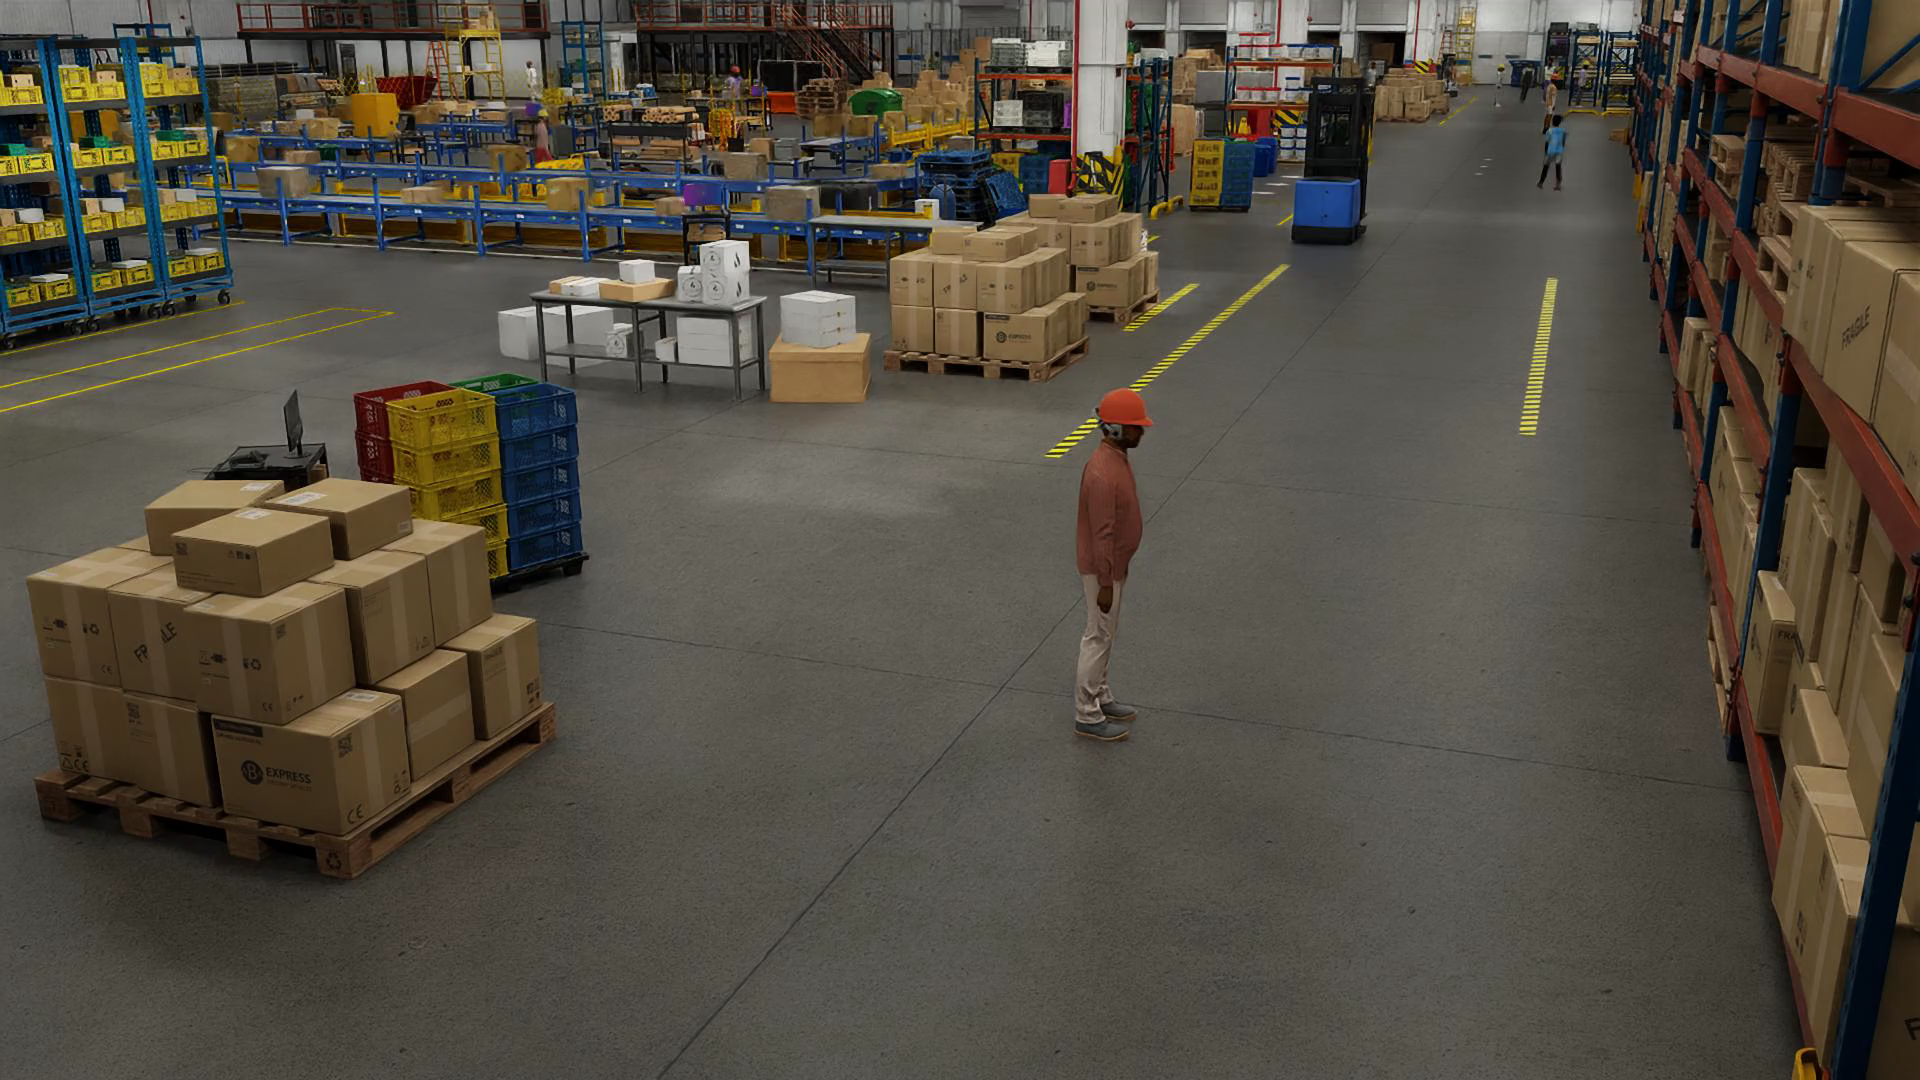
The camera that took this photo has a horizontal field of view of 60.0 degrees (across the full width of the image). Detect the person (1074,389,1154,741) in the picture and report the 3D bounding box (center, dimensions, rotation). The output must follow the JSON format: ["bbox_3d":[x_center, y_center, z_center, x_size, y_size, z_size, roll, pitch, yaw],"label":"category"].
[{"bbox_3d":[0.842,0.137,9.190,0.405,1.987,0.608,3,18,10],"label":"person"}]

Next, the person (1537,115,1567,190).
[{"bbox_3d":[13.549,-8.838,37.926,0.540,1.649,0.891,-2,18,-7],"label":"person"}]

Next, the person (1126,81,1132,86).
[{"bbox_3d":[6.060,-16.121,60.244,0.386,1.992,0.624,-2,18,-6],"label":"person"}]

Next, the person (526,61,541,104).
[{"bbox_3d":[-18.327,-19.617,71.454,0.698,1.867,0.587,7,19,22],"label":"person"}]

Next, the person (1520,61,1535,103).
[{"bbox_3d":[24.945,-20.114,73.111,0.551,1.807,0.713,0,18,0],"label":"person"}]

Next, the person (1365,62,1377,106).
[{"bbox_3d":[17.669,-19.653,71.616,0.541,1.840,0.766,-8,19,-22],"label":"person"}]

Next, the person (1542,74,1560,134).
[{"bbox_3d":[19.525,-14.382,54.875,0.359,1.936,0.552,-1,18,-3],"label":"person"}]

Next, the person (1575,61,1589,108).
[{"bbox_3d":[26.211,-19.190,70.010,0.385,1.922,0.595,9,20,27],"label":"person"}]

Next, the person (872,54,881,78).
[{"bbox_3d":[-3.998,-22.566,80.596,0.378,1.932,0.551,14,22,37],"label":"person"}]

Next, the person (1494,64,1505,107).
[{"bbox_3d":[22.931,-19.305,70.659,0.296,1.745,0.484,8,19,24],"label":"person"}]

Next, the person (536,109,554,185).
[{"bbox_3d":[-9.608,-9.137,38.722,0.900,1.719,0.549,-3,18,-9],"label":"person"}]

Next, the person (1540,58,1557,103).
[{"bbox_3d":[25.926,-20.209,73.215,0.392,1.919,0.591,-15,23,-39],"label":"person"}]

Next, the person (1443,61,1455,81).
[{"bbox_3d":[23.354,-22.002,79.304,0.527,1.644,0.883,-11,21,-31],"label":"person"}]

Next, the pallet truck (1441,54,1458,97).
[{"bbox_3d":[22.765,-21.886,78.355,0.823,1.965,1.885,-4,18,-14],"label":"pallet truck"}]

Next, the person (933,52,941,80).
[{"bbox_3d":[-1.265,-25.580,90.220,0.633,1.839,0.429,-15,23,-39],"label":"person"}]

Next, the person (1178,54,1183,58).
[{"bbox_3d":[11.159,-23.685,84.269,0.430,1.841,0.624,10,20,29],"label":"person"}]

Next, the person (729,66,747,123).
[{"bbox_3d":[-8.050,-16.103,60.198,0.633,1.985,1.033,-12,21,-32],"label":"person"}]

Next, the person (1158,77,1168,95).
[{"bbox_3d":[6.958,-15.126,57.508,0.975,1.770,0.650,3,18,10],"label":"person"}]

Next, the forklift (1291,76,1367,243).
[{"bbox_3d":[6.598,-6.755,29.381,1.129,2.768,1.873,6,19,19],"label":"forklift"}]

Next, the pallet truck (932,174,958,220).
[{"bbox_3d":[-0.507,-5.292,27.348,0.653,1.274,1.630,6,19,19],"label":"pallet truck"}]

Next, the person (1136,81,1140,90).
[{"bbox_3d":[8.843,-22.932,81.798,0.487,1.906,0.744,1,18,3],"label":"person"}]
